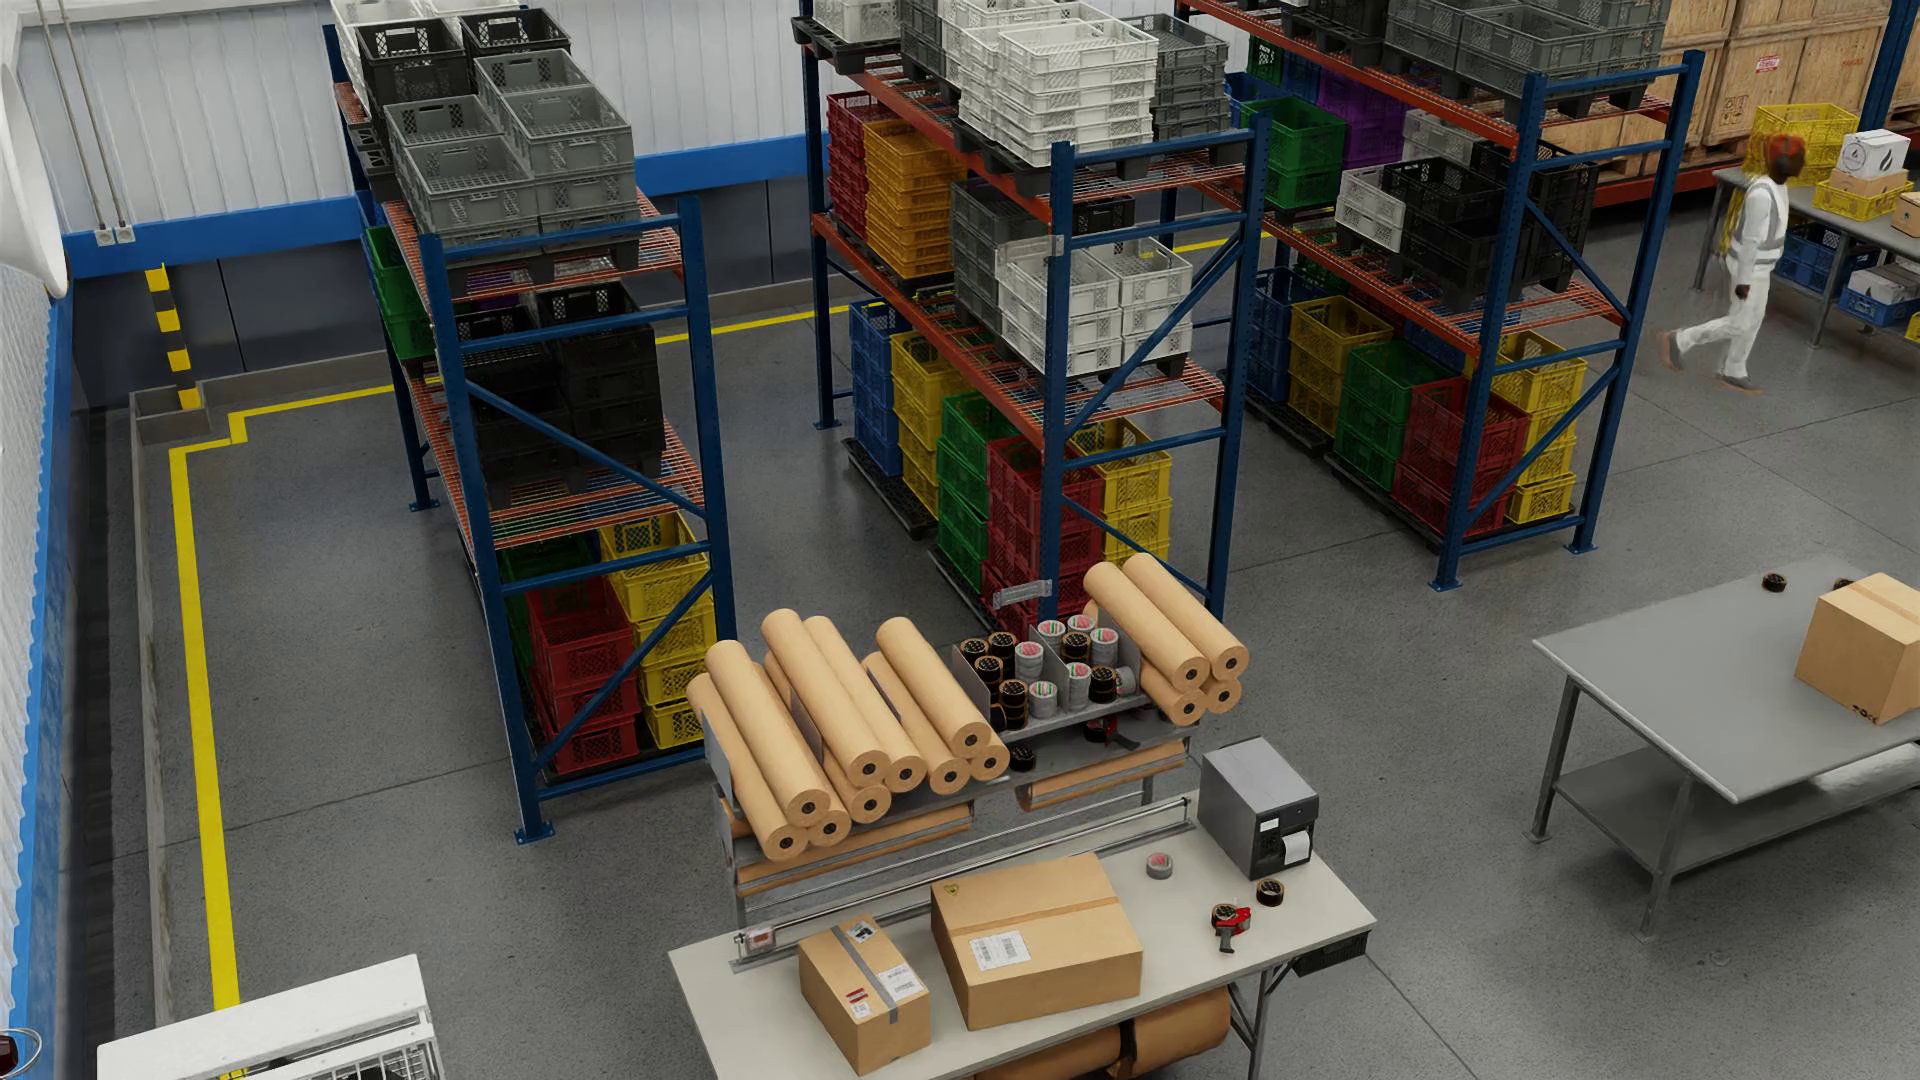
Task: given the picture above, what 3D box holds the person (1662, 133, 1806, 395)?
[{"bbox_3d":[5.426,-1.915,11.552,0.637,1.867,0.572,23,39,33],"label":"person"}]
